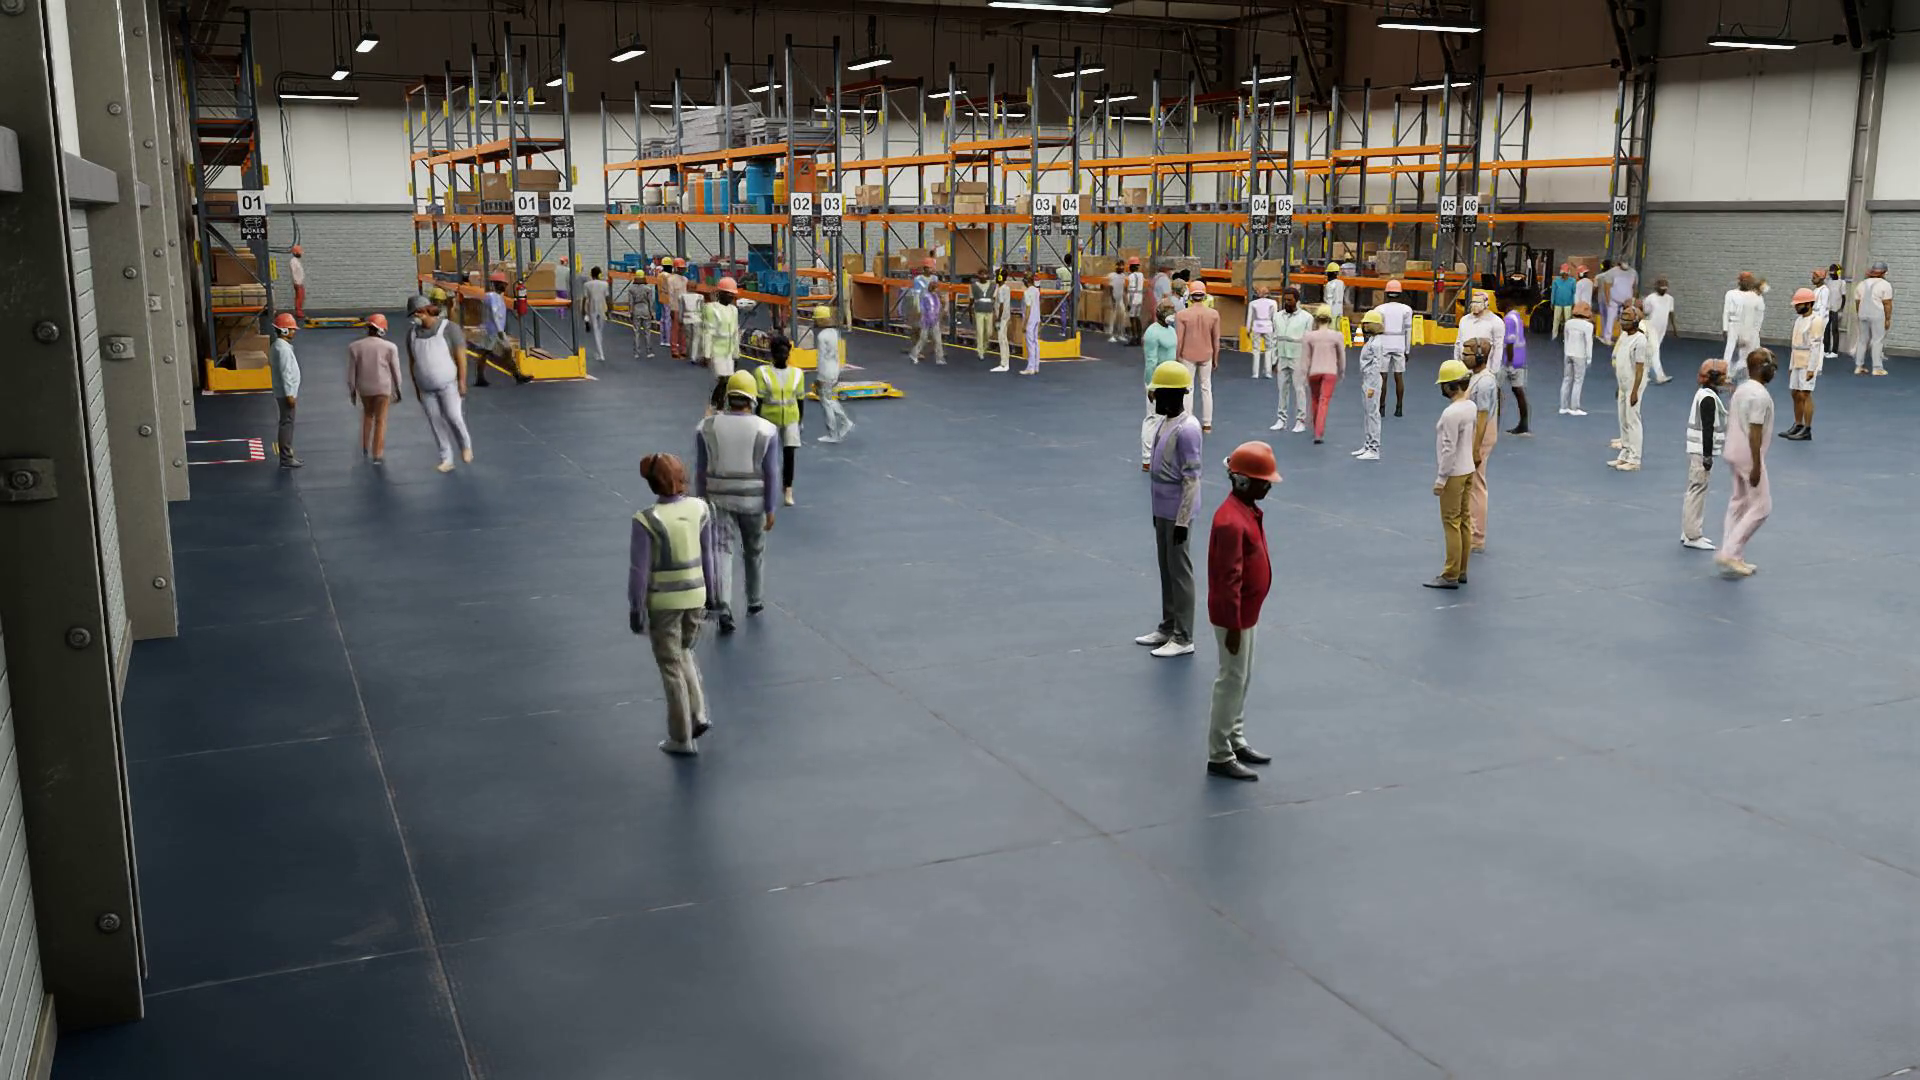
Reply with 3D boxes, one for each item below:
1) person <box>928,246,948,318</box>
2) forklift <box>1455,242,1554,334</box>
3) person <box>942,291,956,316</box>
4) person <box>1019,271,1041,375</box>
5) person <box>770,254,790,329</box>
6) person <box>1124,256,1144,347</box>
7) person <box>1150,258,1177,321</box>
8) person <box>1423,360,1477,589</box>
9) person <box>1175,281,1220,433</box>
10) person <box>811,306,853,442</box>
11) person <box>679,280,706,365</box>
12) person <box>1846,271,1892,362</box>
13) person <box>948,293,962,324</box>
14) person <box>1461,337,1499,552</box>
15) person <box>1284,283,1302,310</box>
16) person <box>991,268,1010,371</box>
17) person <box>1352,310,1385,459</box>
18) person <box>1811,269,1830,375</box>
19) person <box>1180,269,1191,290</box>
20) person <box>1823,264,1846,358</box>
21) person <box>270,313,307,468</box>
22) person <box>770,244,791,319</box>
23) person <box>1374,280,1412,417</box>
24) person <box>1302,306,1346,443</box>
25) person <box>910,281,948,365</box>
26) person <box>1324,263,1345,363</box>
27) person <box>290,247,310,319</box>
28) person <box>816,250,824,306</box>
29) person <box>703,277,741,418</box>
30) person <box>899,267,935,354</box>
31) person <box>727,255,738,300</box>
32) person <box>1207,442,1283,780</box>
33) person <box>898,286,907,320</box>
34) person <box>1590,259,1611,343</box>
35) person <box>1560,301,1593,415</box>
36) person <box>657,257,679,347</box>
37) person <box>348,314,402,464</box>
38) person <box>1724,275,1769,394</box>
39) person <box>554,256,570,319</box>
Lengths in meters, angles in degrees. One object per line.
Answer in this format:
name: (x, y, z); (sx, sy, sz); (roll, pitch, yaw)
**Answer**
person: (-0.663, -7.002, 45.254); (0.621, 2.007, 0.923); (-6, 12, -26)
forklift: (13.047, -6.049, 39.881); (2.313, 2.155, 1.214); (-5, 12, -23)
person: (-0.324, -7.251, 46.669); (0.369, 1.928, 0.586); (-3, 12, -16)
person: (1.250, -3.865, 29.686); (0.348, 1.842, 0.505); (5, 12, 25)
person: (-4.417, -6.027, 40.550); (0.664, 1.885, 0.663); (-5, 12, -22)
person: (3.758, -5.153, 35.982); (0.356, 1.936, 0.551); (7, 13, 30)
person: (4.009, -4.516, 32.482); (0.595, 2.000, 0.700); (-1, 11, -5)
person: (3.784, -0.502, 12.800); (0.321, 1.761, 0.522); (8, 14, 34)
person: (3.088, -2.388, 21.784); (0.621, 1.992, 0.397); (-2, 11, -9)
person: (-1.661, -2.077, 20.875); (0.425, 1.719, 0.498); (3, 12, 17)
person: (-5.132, -4.164, 31.809); (0.531, 1.606, 0.783); (1, 11, 5)
person: (17.667, -4.346, 32.173); (0.780, 1.818, 0.573); (5, 12, 25)
person: (-0.141, -6.599, 43.401); (0.410, 1.912, 0.643); (-1, 11, -5)
person: (4.398, -0.814, 14.190); (0.348, 1.839, 0.504); (2, 11, 12)
person: (5.867, -3.711, 29.415); (0.311, 1.638, 0.523); (-2, 11, -9)
person: (0.747, -4.009, 30.339); (0.328, 1.872, 0.513); (3, 11, 14)
person: (4.811, -1.824, 19.554); (0.291, 1.745, 0.492); (1, 11, 4)
person: (15.315, -3.886, 29.713); (0.351, 1.878, 0.568); (2, 11, 10)
person: (4.747, -4.929, 35.490); (0.319, 1.686, 0.539); (-2, 11, -8)
person: (17.400, -4.567, 33.190); (0.312, 1.865, 0.536); (-3, 12, -15)
person: (-7.634, -1.697, 18.912); (0.344, 1.744, 0.566); (-5, 12, -25)
person: (-4.900, -7.013, 45.240); (0.800, 2.010, 0.624); (9, 14, 38)
person: (6.098, -2.707, 23.566); (0.548, 1.931, 0.381); (1, 11, 3)
person: (4.599, -2.103, 21.077); (0.522, 1.708, 0.953); (5, 12, 25)
person: (-0.612, -4.137, 31.673); (0.753, 1.607, 0.552); (8, 14, 36)
person: (7.133, -4.339, 31.869); (0.370, 1.928, 0.585); (9, 14, 39)
person: (-18.034, -7.017, 45.448); (0.397, 1.957, 0.779); (0, 11, -1)
person: (-4.412, -8.141, 51.667); (0.349, 1.743, 0.563); (2, 11, 12)
person: (-3.174, -2.516, 22.371); (0.466, 2.017, 0.642); (7, 13, 32)
person: (-0.794, -4.682, 34.026); (0.823, 1.782, 0.591); (3, 11, 13)
person: (-6.822, -7.690, 49.680); (0.280, 1.625, 0.493); (6, 13, 30)
person: (1.447, 0.356, 8.495); (0.355, 1.737, 0.578); (4, 12, 18)
person: (-1.558, -6.864, 45.118); (0.327, 1.767, 0.533); (0, 11, 0)
person: (14.351, -5.328, 37.116); (0.540, 1.830, 0.928); (-1, 11, -3)
person: (8.830, -2.594, 23.782); (0.294, 1.623, 0.494); (-6, 12, -26)
person: (-6.328, -5.148, 35.977); (0.371, 1.929, 0.585); (-8, 13, -34)
person: (-6.763, -1.756, 19.278); (0.570, 1.716, 0.611); (0, 11, 0)
person: (12.312, -3.180, 26.005); (0.508, 1.927, 0.641); (7, 13, 31)
person: (-10.842, -6.881, 45.395); (0.627, 1.698, 0.740); (2, 11, 9)
